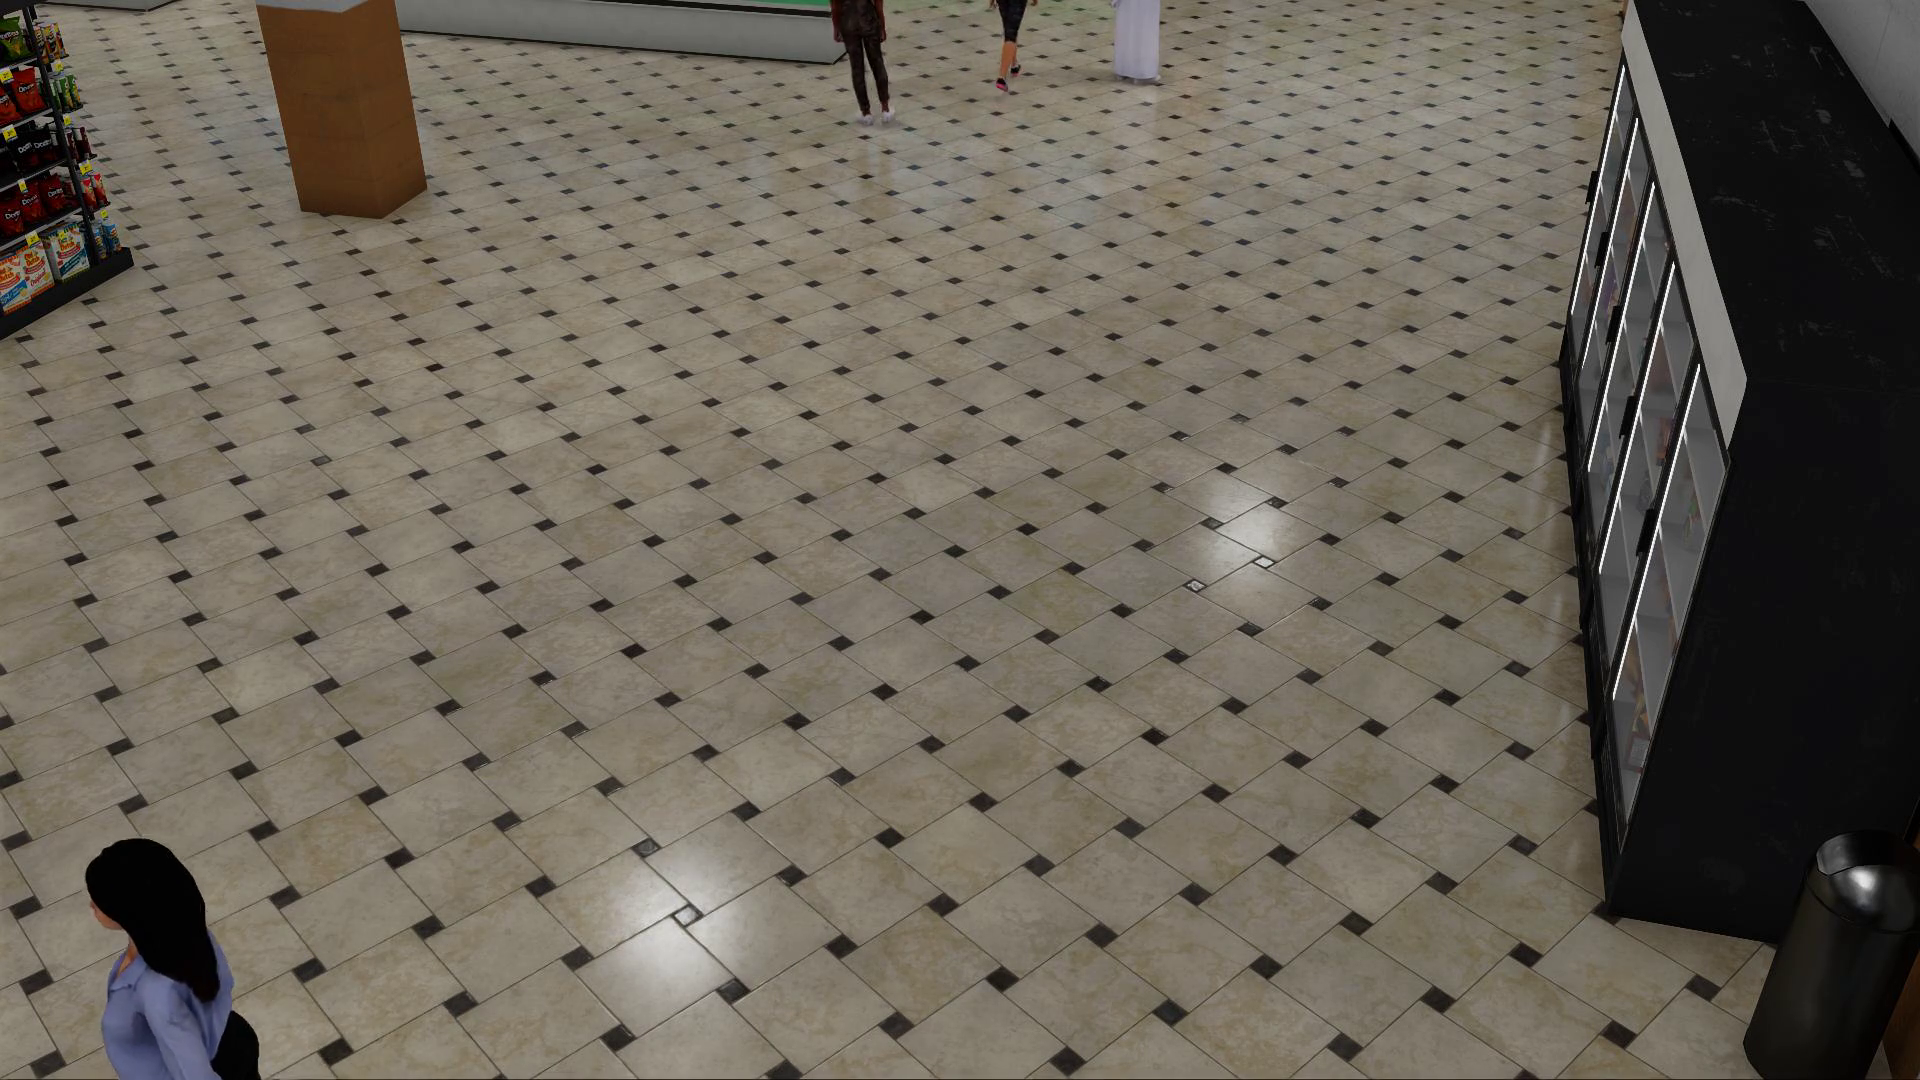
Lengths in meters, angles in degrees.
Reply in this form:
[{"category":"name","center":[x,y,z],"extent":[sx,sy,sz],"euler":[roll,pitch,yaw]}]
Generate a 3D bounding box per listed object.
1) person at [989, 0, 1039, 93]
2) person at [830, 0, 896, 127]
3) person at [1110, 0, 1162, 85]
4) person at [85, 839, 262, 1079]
[{"category":"person","center":[0.448,-4.895,15.038],"extent":[1.095,1.679,0.666],"euler":[7,33,11]},{"category":"person","center":[-0.850,-4.379,14.214],"extent":[0.592,1.672,0.806],"euler":[3,32,5]},{"category":"person","center":[1.635,-5.193,15.282],"extent":[0.867,1.926,0.760],"euler":[-28,41,-37]},{"category":"person","center":[-2.027,1.521,4.684],"extent":[1.001,1.723,0.893],"euler":[-7,33,-11]}]
